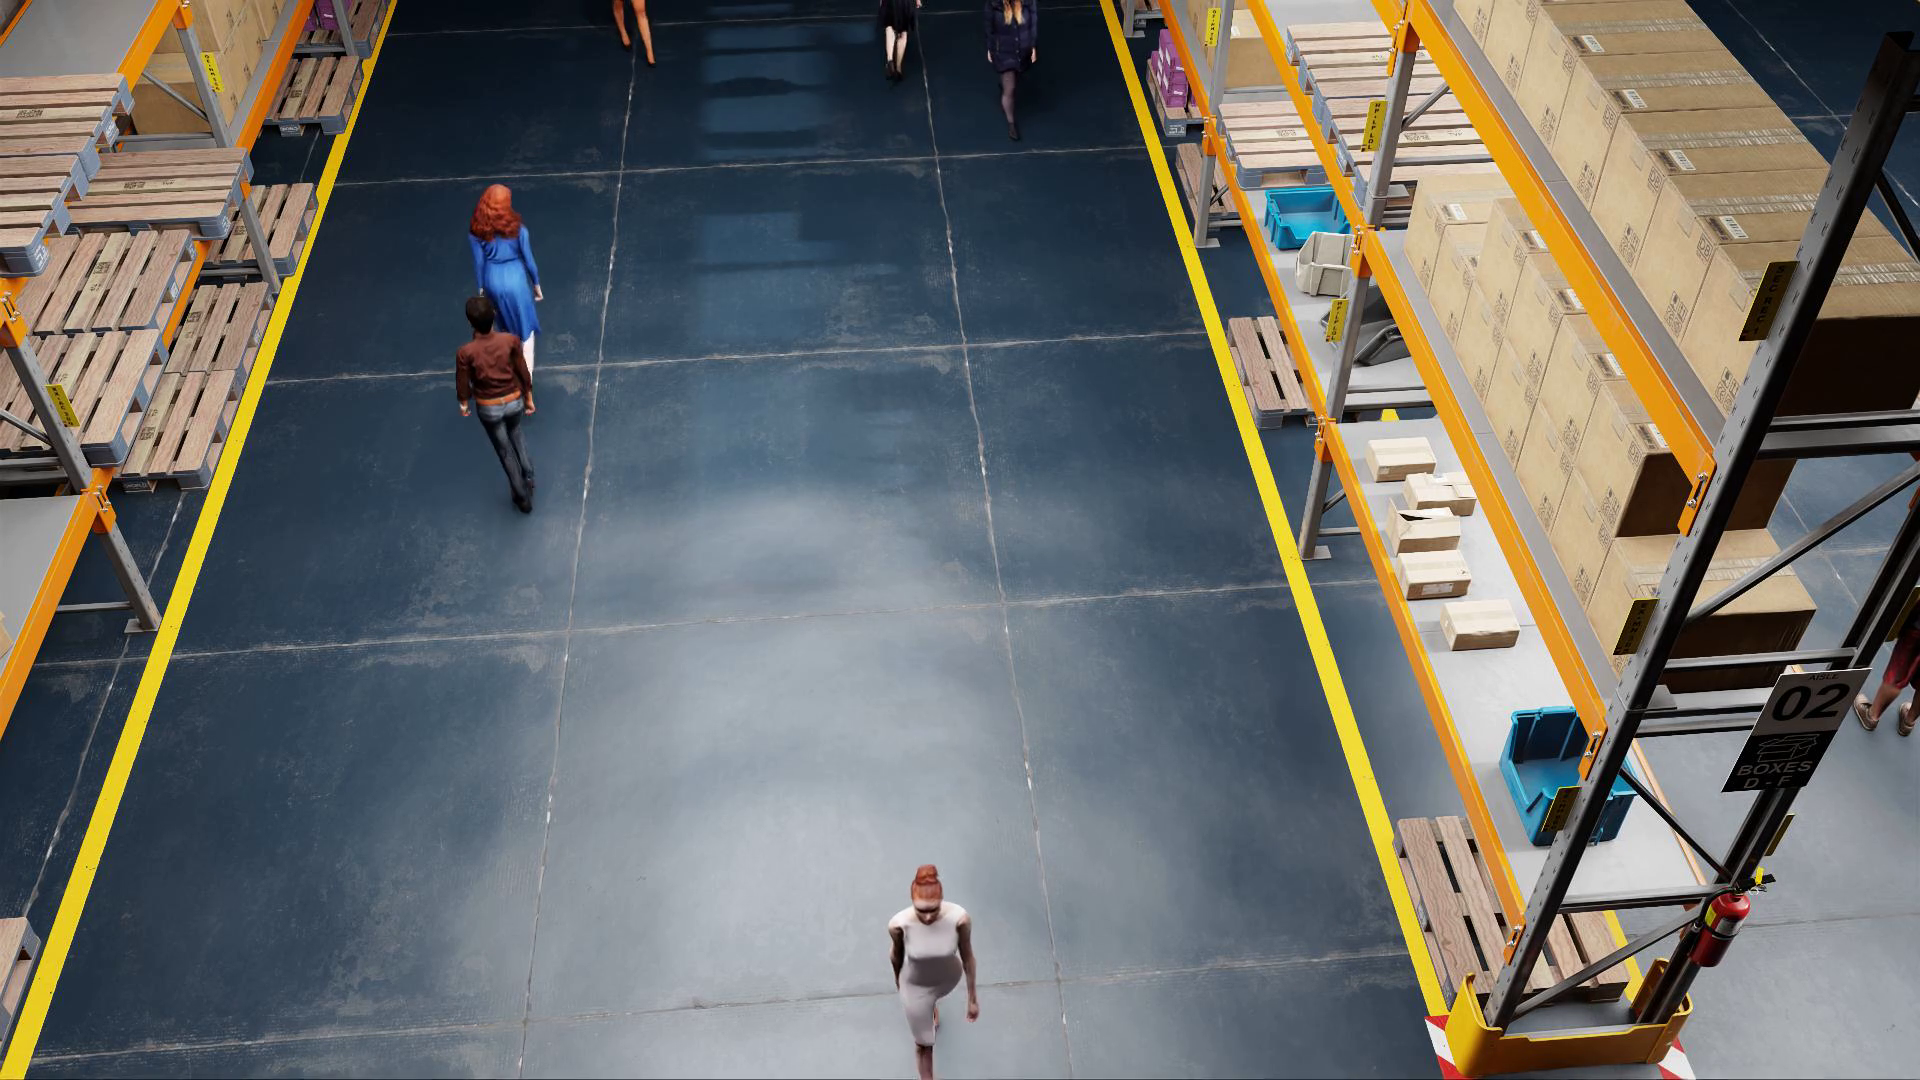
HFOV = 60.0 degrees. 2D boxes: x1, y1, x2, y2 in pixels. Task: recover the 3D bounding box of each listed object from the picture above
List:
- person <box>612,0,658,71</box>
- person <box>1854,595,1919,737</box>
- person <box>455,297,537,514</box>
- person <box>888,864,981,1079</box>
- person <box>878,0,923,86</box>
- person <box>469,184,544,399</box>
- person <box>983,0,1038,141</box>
[{"bbox_3d":[-3.451,-5.698,16.778,0.895,1.790,1.227,-21,47,-21],"label":"person"},{"bbox_3d":[6.027,0.585,10.283,0.654,1.651,0.640,11,45,11],"label":"person"},{"bbox_3d":[-3.214,-0.900,11.760,0.781,1.764,0.808,-27,50,-25],"label":"person"},{"bbox_3d":[-0.140,2.178,8.547,0.630,1.739,1.074,-7,44,-7],"label":"person"},{"bbox_3d":[-0.589,-5.254,16.354,0.717,1.731,0.839,3,44,4],"label":"person"},{"bbox_3d":[-3.440,-1.833,12.713,0.665,1.801,0.939,-8,44,-8],"label":"person"},{"bbox_3d":[0.467,-4.702,15.833,0.782,1.651,1.091,-11,45,-11],"label":"person"}]
